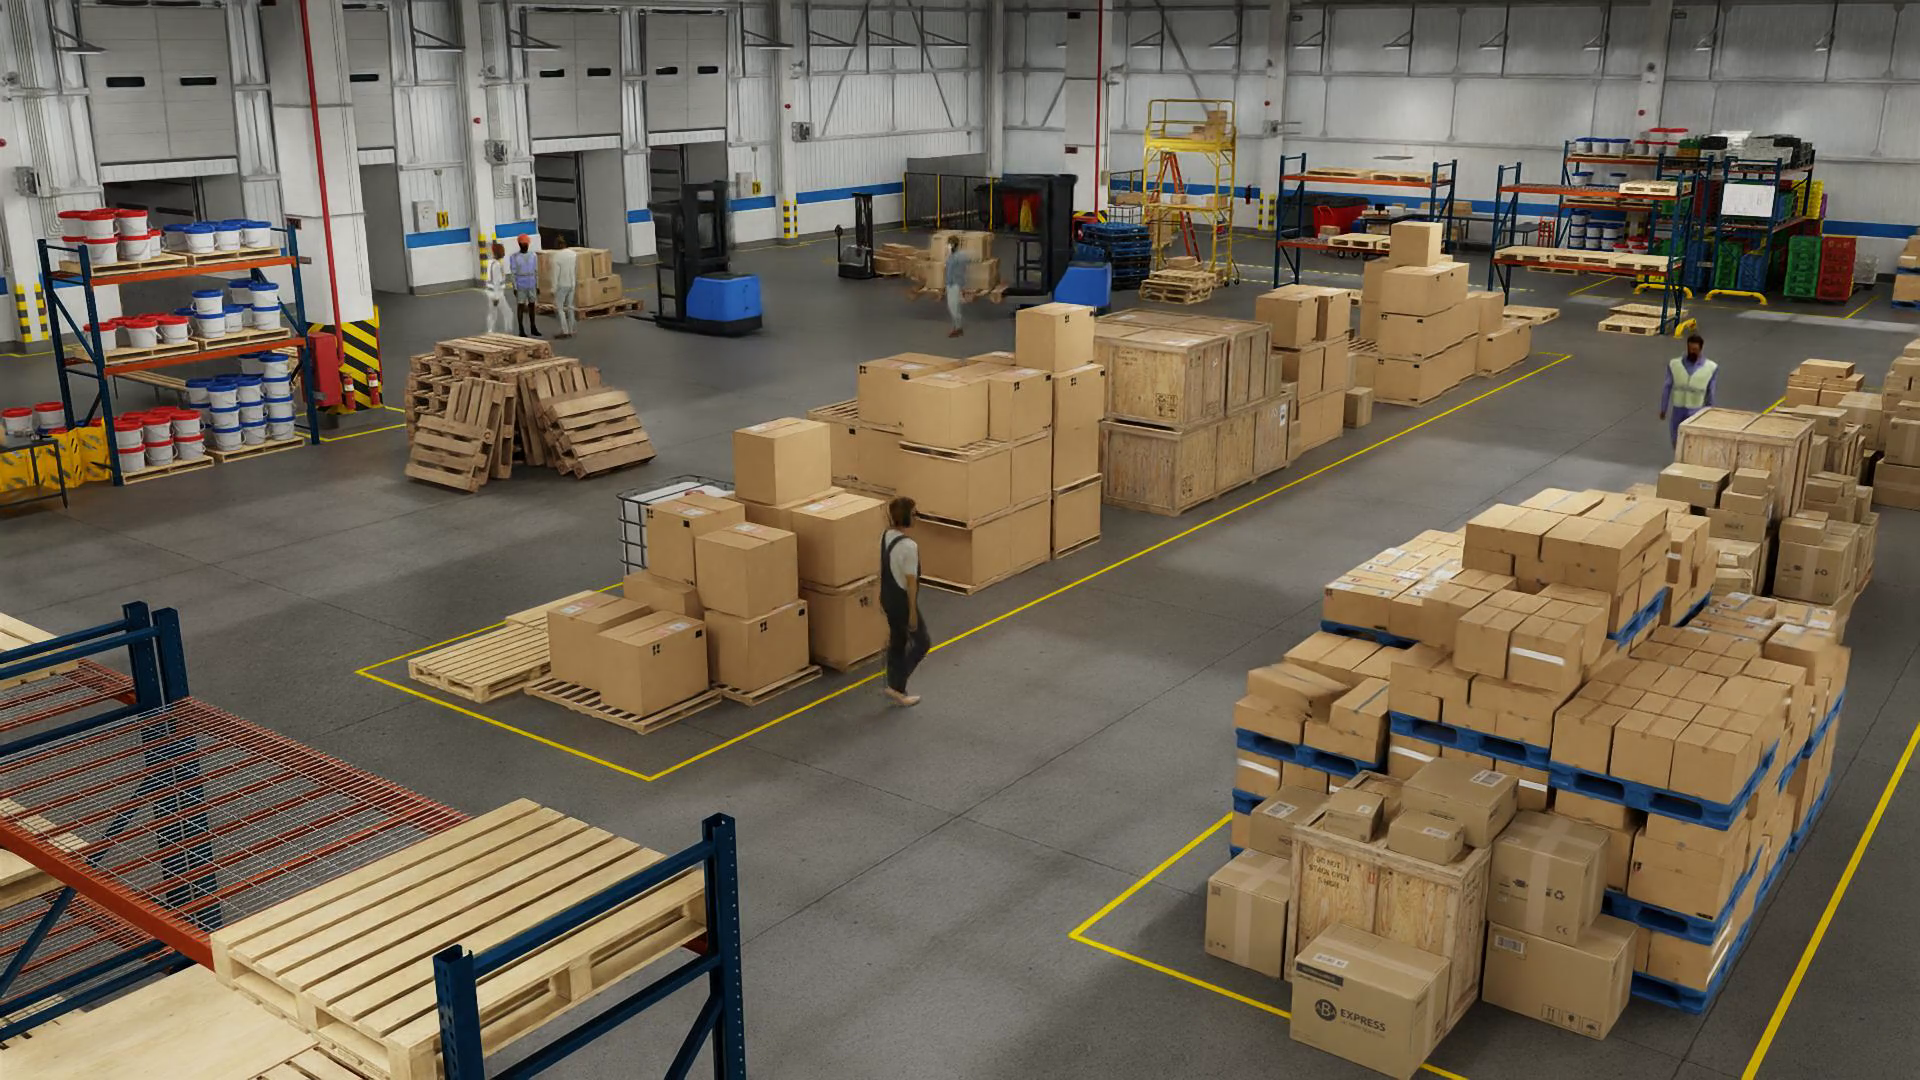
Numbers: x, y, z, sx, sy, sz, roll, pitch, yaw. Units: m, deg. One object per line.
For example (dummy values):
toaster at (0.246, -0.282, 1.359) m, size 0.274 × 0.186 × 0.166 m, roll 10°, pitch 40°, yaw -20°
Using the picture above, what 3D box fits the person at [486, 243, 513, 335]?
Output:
person at (-8.356, -4.478, 30.334) m, size 0.730 × 1.858 × 0.595 m, roll -10°, pitch 19°, yaw -29°

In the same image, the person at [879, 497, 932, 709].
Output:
person at (-0.456, 0.532, 13.787) m, size 0.399 × 1.833 × 0.527 m, roll -10°, pitch 20°, yaw -30°

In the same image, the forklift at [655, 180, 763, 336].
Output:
forklift at (-4.815, -5.419, 31.717) m, size 1.873 × 2.768 × 1.129 m, roll 12°, pitch 21°, yaw 35°

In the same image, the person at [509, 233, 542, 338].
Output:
person at (-8.135, -4.775, 31.182) m, size 0.544 × 1.943 × 0.347 m, roll -14°, pitch 22°, yaw -38°

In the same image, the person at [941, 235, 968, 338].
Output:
person at (-0.140, -4.729, 31.063) m, size 0.548 × 1.920 × 0.648 m, roll -8°, pitch 19°, yaw -25°

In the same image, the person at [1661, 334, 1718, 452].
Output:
person at (9.209, -1.687, 21.049) m, size 0.596 × 1.895 × 0.789 m, roll 11°, pitch 20°, yaw 33°

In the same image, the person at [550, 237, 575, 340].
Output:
person at (-7.366, -4.680, 30.935) m, size 0.415 × 1.913 × 0.676 m, roll 9°, pitch 19°, yaw 27°

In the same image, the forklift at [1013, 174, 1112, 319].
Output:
forklift at (2.071, -5.842, 33.117) m, size 1.873 × 2.768 × 1.129 m, roll 3°, pitch 17°, yaw 10°

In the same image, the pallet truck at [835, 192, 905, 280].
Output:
pallet truck at (-1.936, -7.159, 38.982) m, size 1.885 × 1.965 × 0.823 m, roll -12°, pitch 21°, yaw -34°
